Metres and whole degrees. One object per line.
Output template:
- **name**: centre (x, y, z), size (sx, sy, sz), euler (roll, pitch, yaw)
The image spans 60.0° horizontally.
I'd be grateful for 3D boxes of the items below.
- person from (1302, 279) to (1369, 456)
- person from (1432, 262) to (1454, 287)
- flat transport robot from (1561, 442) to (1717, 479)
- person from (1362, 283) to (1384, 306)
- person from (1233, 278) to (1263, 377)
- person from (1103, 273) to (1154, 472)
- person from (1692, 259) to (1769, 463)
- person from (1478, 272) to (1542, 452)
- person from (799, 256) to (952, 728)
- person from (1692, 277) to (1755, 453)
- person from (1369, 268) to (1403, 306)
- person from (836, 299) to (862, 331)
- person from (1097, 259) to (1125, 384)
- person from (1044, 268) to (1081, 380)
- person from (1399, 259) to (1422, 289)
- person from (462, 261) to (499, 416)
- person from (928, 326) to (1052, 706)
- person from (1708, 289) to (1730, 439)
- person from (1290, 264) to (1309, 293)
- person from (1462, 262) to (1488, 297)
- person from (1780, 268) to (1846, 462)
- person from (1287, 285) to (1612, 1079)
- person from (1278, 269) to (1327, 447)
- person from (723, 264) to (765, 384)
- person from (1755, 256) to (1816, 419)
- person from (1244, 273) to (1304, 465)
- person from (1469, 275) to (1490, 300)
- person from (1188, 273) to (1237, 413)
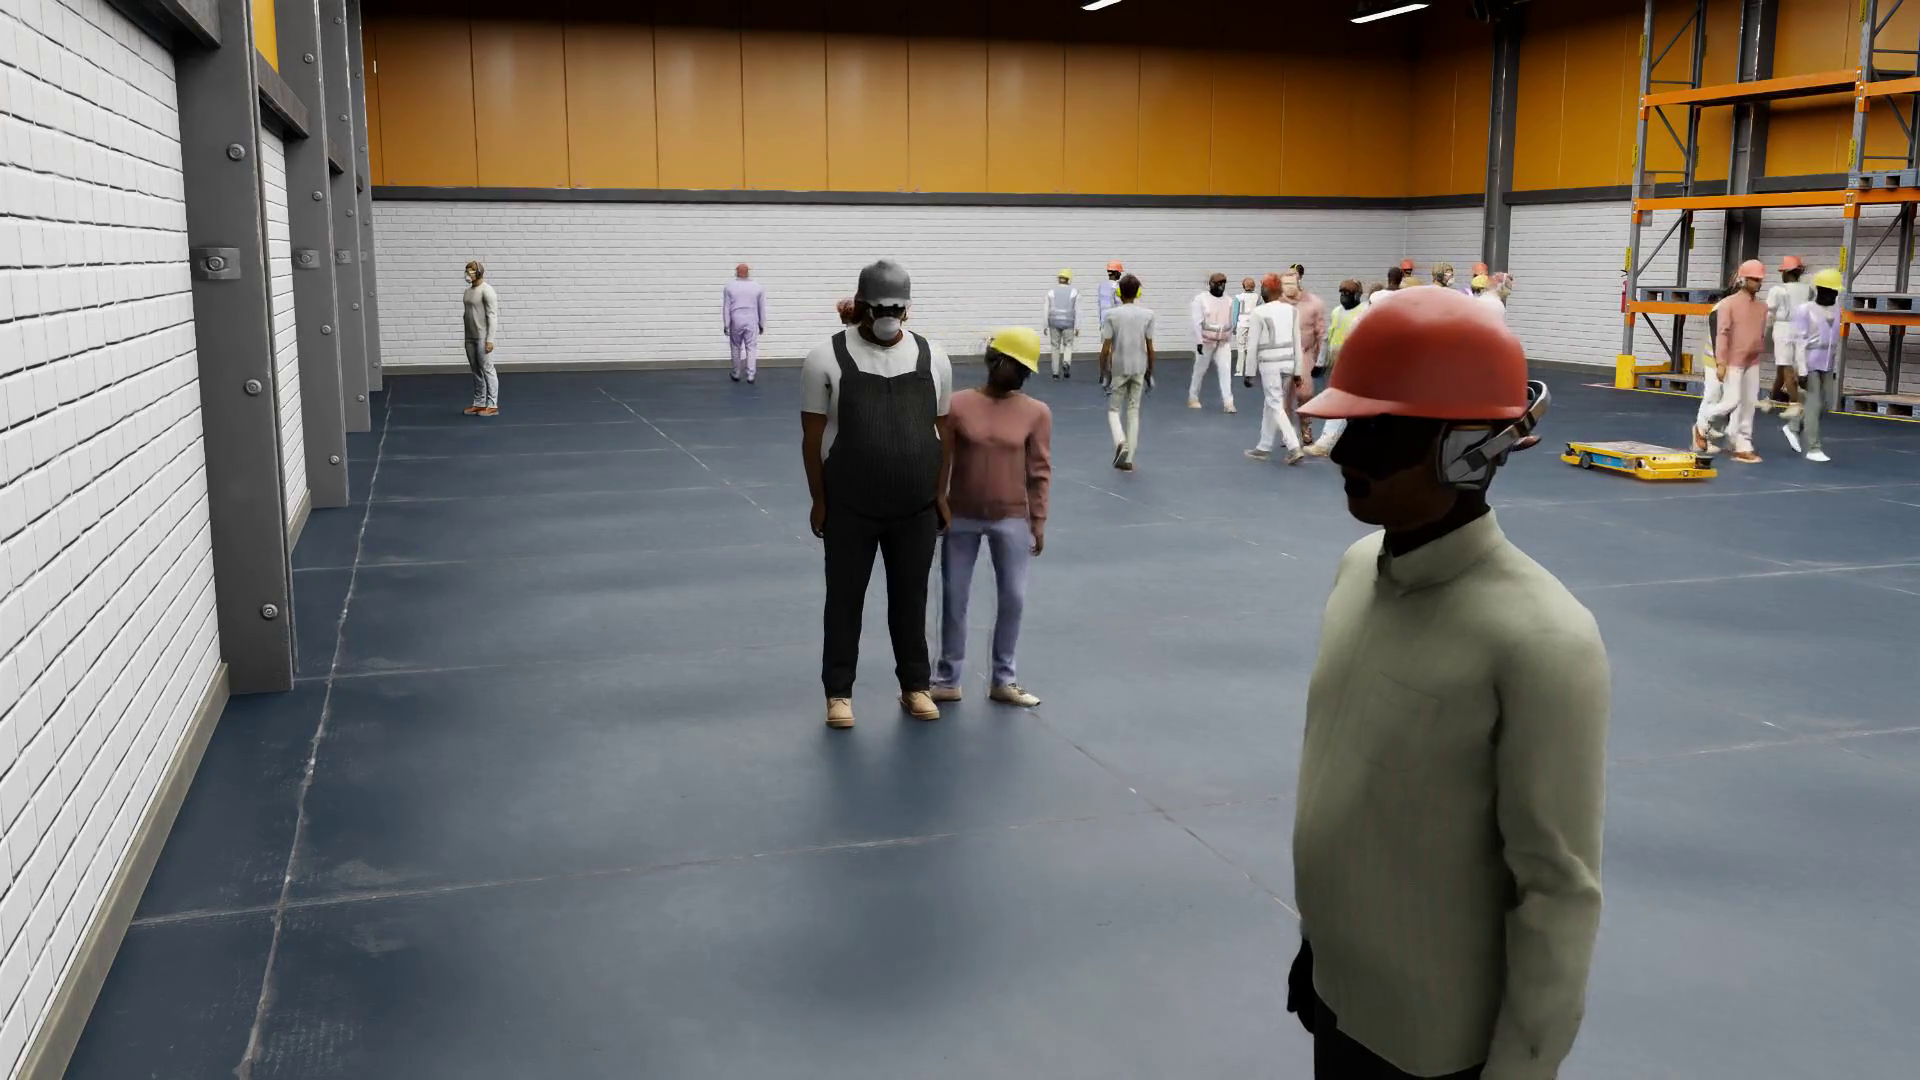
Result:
- **person**: centre (3.939, -1.736, 16.806), size (1.002, 1.791, 0.630), euler (-3, 10, -16)
- **person**: centre (5.457, -2.211, 19.088), size (0.378, 1.937, 0.628), euler (-1, 10, -6)
- **flat transport robot**: centre (6.293, -0.755, 15.472), size (0.652, 0.197, 1.431), euler (-2, 10, -13)
- **person**: centre (6.041, -2.920, 24.138), size (0.526, 1.593, 0.799), euler (1, 10, 8)
- **person**: centre (4.746, -3.504, 27.451), size (0.515, 1.635, 0.313), euler (-2, 10, -13)
- **person**: centre (1.573, -1.551, 15.494), size (0.519, 1.854, 0.434), euler (-1, 10, -4)
- **person**: centre (7.613, -1.752, 16.302), size (0.628, 1.980, 0.652), euler (-4, 11, -21)
- **person**: centre (5.442, -1.792, 16.950), size (1.002, 1.833, 0.715), euler (-1, 10, -6)
- **person**: centre (-0.327, -0.208, 7.187), size (0.679, 2.000, 0.537), euler (-3, 10, -17)
- **person**: centre (7.830, -1.763, 16.868), size (0.658, 1.812, 0.706), euler (-8, 13, -39)
- **person**: centre (5.511, -2.557, 21.342), size (0.662, 1.851, 1.040), euler (2, 10, 13)
- **person**: centre (-0.943, -1.378, 15.135), size (0.413, 1.624, 0.536), euler (5, 11, 27)
- **person**: centre (2.393, -3.403, 25.982), size (0.363, 1.935, 0.553), euler (-7, 12, -36)
- **person**: centre (1.633, -3.458, 26.690), size (0.602, 1.805, 0.485), euler (1, 10, 7)
- **person**: centre (7.894, -4.003, 29.488), size (0.568, 1.923, 0.400), euler (-4, 11, -24)
- **person**: centre (-6.048, -2.528, 20.915), size (0.636, 1.939, 0.364), euler (9, 13, 42)
- **person**: centre (0.061, -0.086, 7.413), size (0.678, 1.728, 0.297), euler (0, 10, 0)
- **person**: centre (8.450, -1.931, 18.187), size (0.608, 1.673, 0.542), euler (3, 10, 17)
- **person**: centre (5.572, -3.605, 27.403), size (0.354, 1.858, 0.509), euler (7, 12, 36)
- **person**: centre (8.059, -3.371, 25.923), size (0.540, 1.903, 0.964), euler (-1, 10, -8)
- **person**: centre (8.384, -1.720, 16.374), size (0.601, 1.891, 0.606), euler (-4, 11, -21)
- **person**: centre (0.637, 0.646, 2.374), size (0.383, 1.996, 0.609), euler (-3, 10, -14)
- **person**: centre (3.492, -1.896, 17.435), size (0.687, 1.877, 0.426), euler (3, 10, 19)
- **person**: centre (-3.416, -3.408, 26.238), size (0.670, 1.859, 0.974), euler (-2, 10, -12)
- **person**: centre (10.238, -2.525, 20.729), size (0.631, 1.994, 1.035), euler (-3, 10, -15)
- **person**: centre (3.096, -1.655, 16.127), size (0.577, 1.855, 0.852), euler (-7, 12, -34)
- **person**: centre (6.498, -2.447, 20.948), size (0.325, 1.765, 0.533), euler (0, 10, 2)
- **person**: centre (3.247, -2.550, 21.478), size (0.628, 1.799, 0.964), euler (-3, 10, -17)
